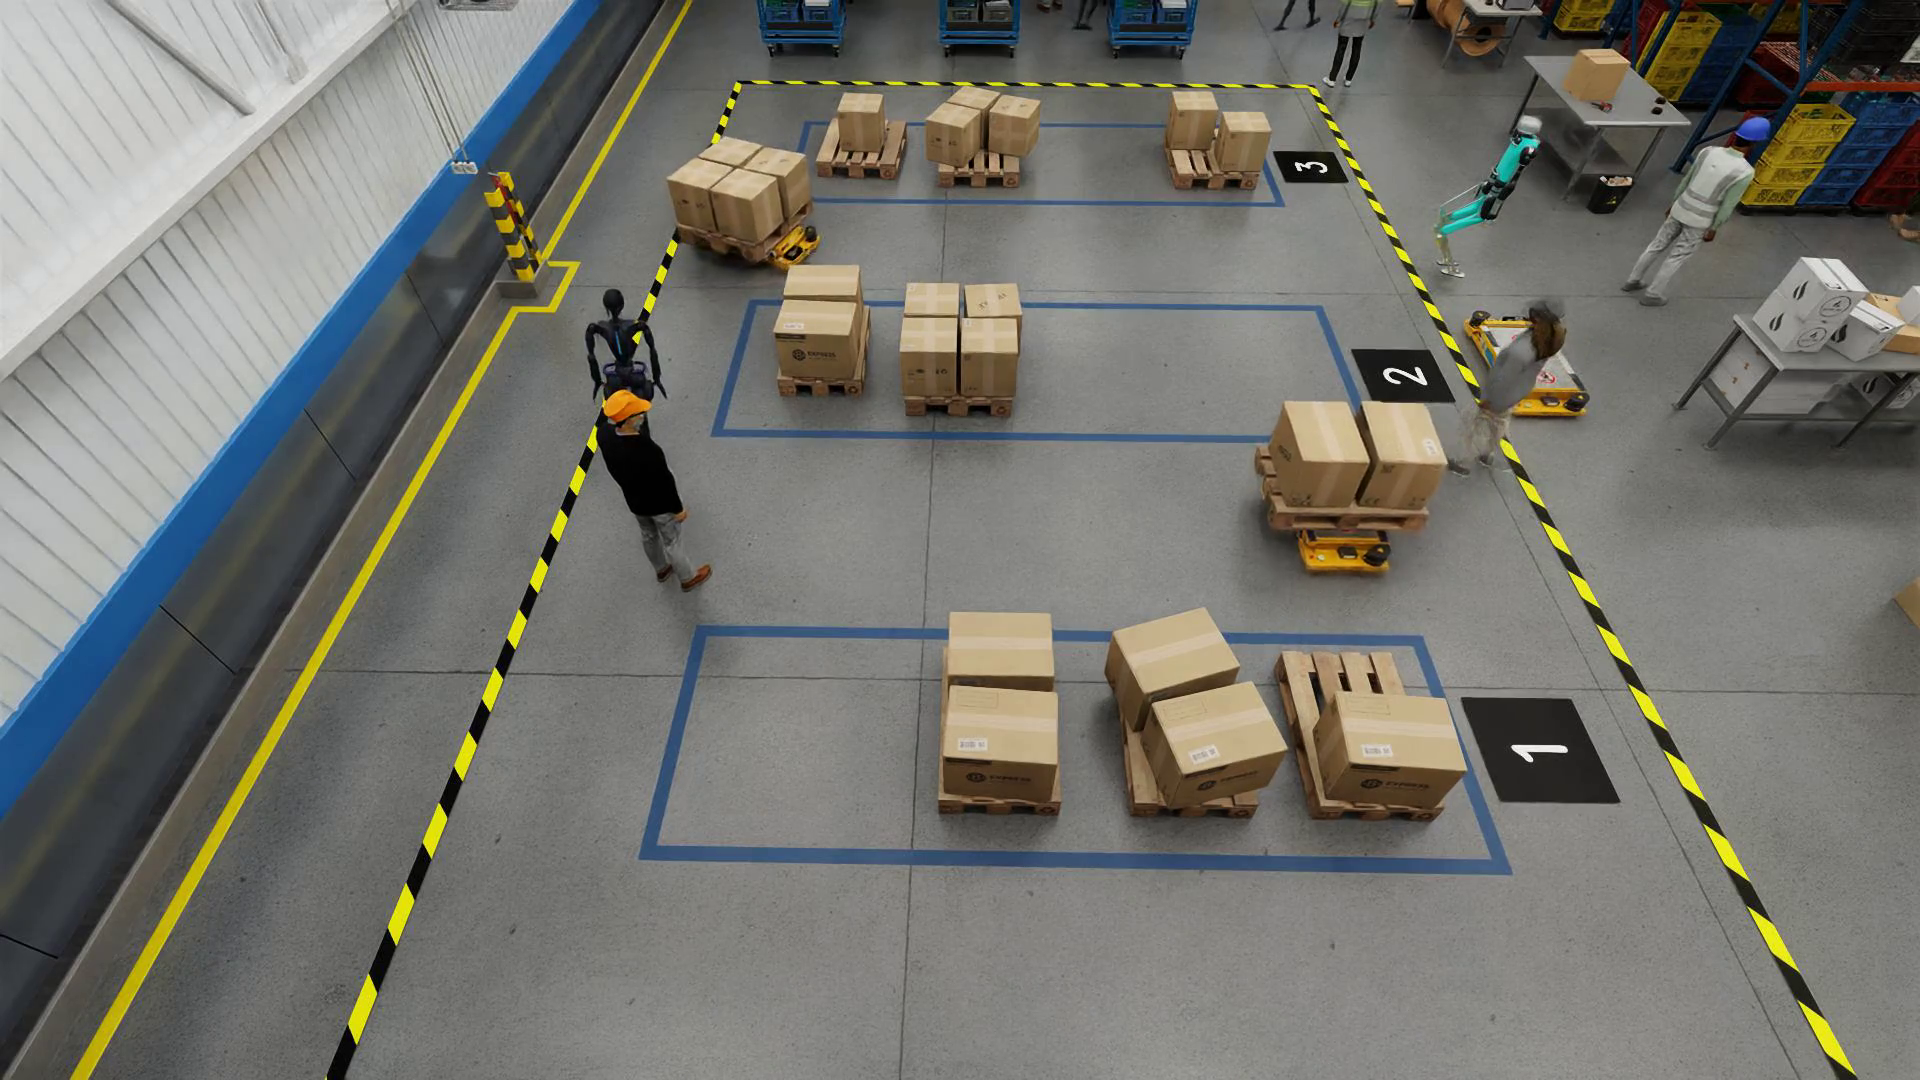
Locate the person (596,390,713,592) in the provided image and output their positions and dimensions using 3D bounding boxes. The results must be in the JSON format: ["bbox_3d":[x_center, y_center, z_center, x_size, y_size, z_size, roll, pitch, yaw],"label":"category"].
[{"bbox_3d":[-2.268,-0.330,6.755,0.585,1.879,0.394,23,53,19],"label":"person"}]

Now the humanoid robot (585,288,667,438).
[{"bbox_3d":[-2.827,-1.335,7.764,0.630,1.626,0.455,-11,50,-9],"label":"humanoid robot"}]

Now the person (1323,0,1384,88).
[{"bbox_3d":[5.554,-7.349,12.848,0.597,1.849,0.388,0,49,0],"label":"person"}]

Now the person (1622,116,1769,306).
[{"bbox_3d":[7.450,-3.297,9.284,0.415,1.939,0.606,-12,50,-10],"label":"person"}]

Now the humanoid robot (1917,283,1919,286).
[{"bbox_3d":[10.219,-2.937,9.140,0.341,1.646,0.612,-29,55,-23],"label":"humanoid robot"}]

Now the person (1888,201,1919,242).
[{"bbox_3d":[11.148,-4.268,10.082,0.659,2.024,0.594,-3,49,-3],"label":"person"}]

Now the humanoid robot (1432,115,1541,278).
[{"bbox_3d":[5.360,-3.578,9.573,0.735,1.673,0.533,9,50,8],"label":"humanoid robot"}]

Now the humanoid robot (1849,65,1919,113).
[{"bbox_3d":[11.428,-5.662,11.472,0.667,1.817,0.535,-15,51,-13],"label":"humanoid robot"}]

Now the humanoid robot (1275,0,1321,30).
[{"bbox_3d":[5.448,-8.869,14.312,0.800,1.625,0.599,-24,53,-19],"label":"humanoid robot"}]

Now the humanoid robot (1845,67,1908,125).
[{"bbox_3d":[12.145,-6.245,11.932,0.537,1.745,0.675,-29,55,-23],"label":"humanoid robot"}]

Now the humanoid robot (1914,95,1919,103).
[{"bbox_3d":[12.323,-5.636,11.446,0.622,1.799,0.530,-12,50,-10],"label":"humanoid robot"}]

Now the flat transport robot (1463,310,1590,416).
[{"bbox_3d":[5.573,-1.757,9.054,0.659,0.231,1.431,1,49,1],"label":"flat transport robot"}]

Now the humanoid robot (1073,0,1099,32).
[{"bbox_3d":[2.001,-8.822,14.239,0.358,1.649,0.585,-3,49,-2],"label":"humanoid robot"}]

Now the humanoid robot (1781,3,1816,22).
[{"bbox_3d":[12.153,-7.752,13.306,0.324,1.651,0.616,15,51,12],"label":"humanoid robot"}]

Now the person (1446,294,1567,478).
[{"bbox_3d":[4.558,-1.261,7.631,0.572,1.769,0.399,-29,55,-22],"label":"person"}]

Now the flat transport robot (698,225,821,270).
[{"bbox_3d":[-2.397,-3.518,10.560,1.431,0.197,0.652,19,52,16],"label":"flat transport robot"}]

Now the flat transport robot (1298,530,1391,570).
[{"bbox_3d":[3.140,-0.350,7.818,0.652,0.197,1.431,1,49,1],"label":"flat transport robot"}]

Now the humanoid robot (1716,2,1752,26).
[{"bbox_3d":[11.580,-8.101,13.630,0.601,1.638,0.616,0,49,0],"label":"humanoid robot"}]

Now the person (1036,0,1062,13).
[{"bbox_3d":[1.510,-9.561,14.705,0.627,1.939,0.373,-22,53,-18],"label":"person"}]
